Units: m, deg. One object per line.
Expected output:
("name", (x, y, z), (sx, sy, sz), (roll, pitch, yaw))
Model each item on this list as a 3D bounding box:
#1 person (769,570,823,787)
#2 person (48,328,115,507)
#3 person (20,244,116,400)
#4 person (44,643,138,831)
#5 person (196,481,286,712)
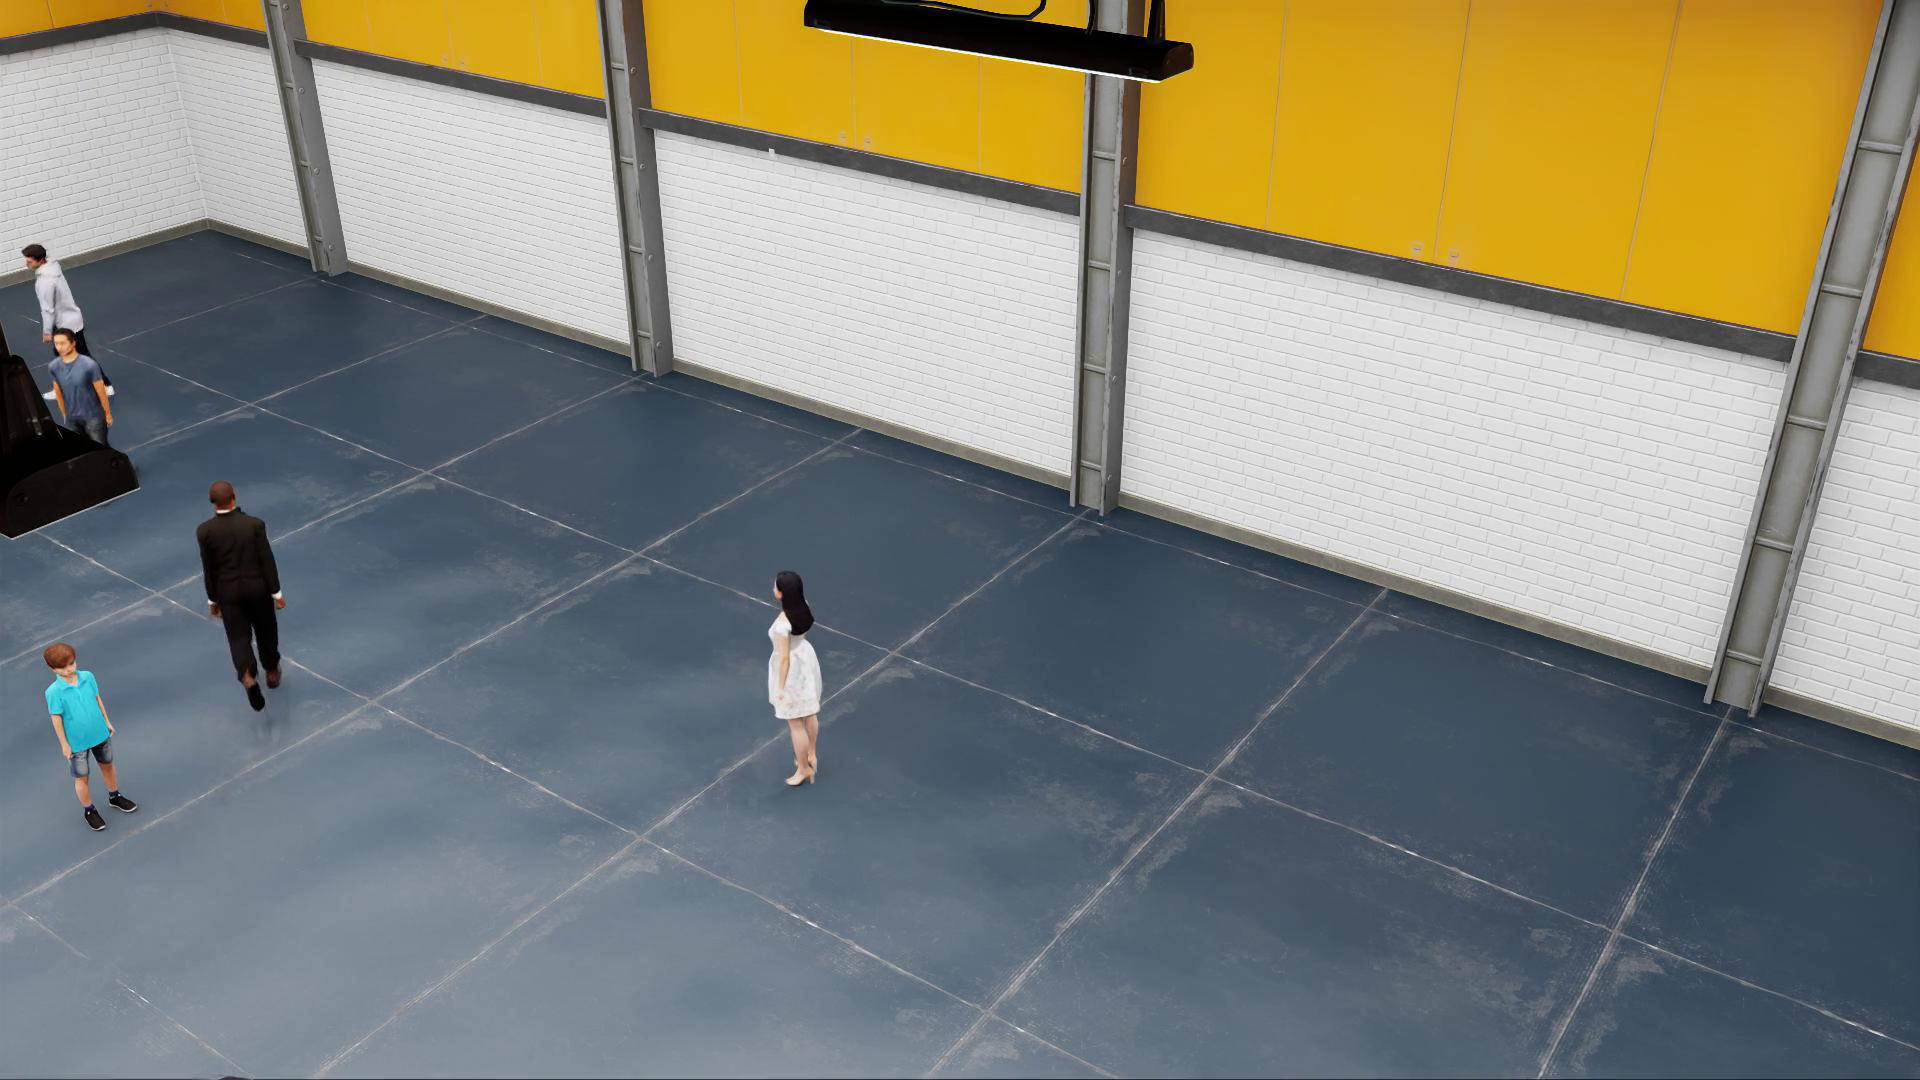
("person", (-1.205, 1.002, 12.107), (0.714, 1.774, 0.708), (11, 31, 20))
("person", (-8.460, -1.246, 16.208), (0.971, 1.794, 0.984), (1, 29, 1))
("person", (-9.732, -2.398, 18.244), (1.086, 1.867, 1.079), (-8, 30, -15))
("person", (-6.211, 1.358, 11.794), (0.485, 1.449, 0.532), (16, 32, 27))
("person", (-5.584, 0.459, 12.991), (1.099, 1.882, 1.249), (-10, 30, -17))
